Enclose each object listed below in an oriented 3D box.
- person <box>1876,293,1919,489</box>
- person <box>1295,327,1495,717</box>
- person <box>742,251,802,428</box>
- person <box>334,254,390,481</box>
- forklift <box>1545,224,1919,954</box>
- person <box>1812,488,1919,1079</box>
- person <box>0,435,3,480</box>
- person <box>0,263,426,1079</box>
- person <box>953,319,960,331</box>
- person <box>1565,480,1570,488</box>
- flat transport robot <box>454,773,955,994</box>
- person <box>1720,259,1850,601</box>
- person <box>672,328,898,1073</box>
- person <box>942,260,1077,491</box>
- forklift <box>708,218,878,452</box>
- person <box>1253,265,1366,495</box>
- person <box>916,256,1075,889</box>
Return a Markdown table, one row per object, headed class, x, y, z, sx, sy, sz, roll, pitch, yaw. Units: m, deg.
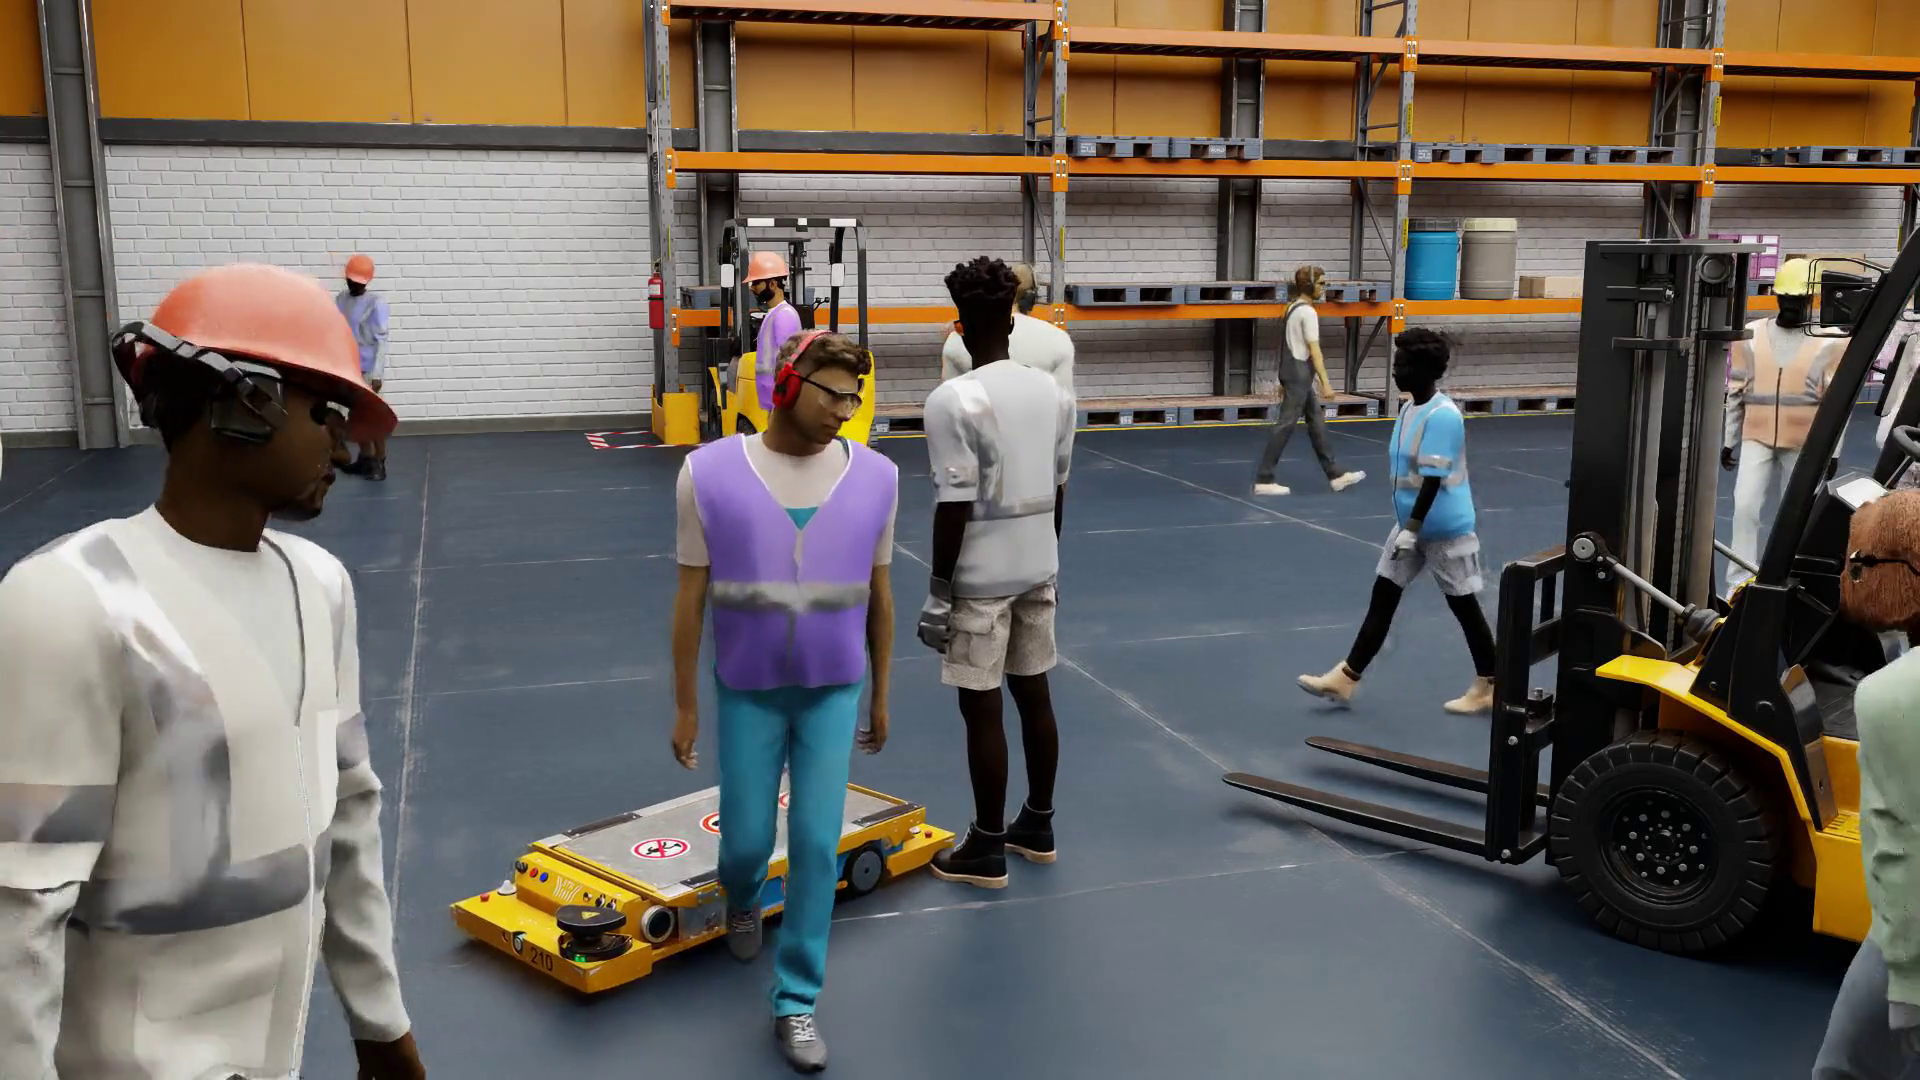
| class | x | y | z | sx | sy | sz | roll | pitch | yaw |
| --- | --- | --- | --- | --- | --- | --- | --- | --- | --- |
| person | 6.875 | -1.096 | 11.995 | 0.463 | 1.895 | 0.656 | 6 | 12 | 28 |
| person | 1.903 | -0.062 | 6.969 | 0.872 | 1.641 | 0.542 | -2 | 10 | -8 |
| person | -1.193 | -0.880 | 10.707 | 0.382 | 1.929 | 0.538 | -3 | 11 | -14 |
| person | -5.022 | -1.434 | 13.869 | 0.736 | 1.884 | 0.458 | 6 | 12 | 31 |
| forklift | 2.909 | 0.117 | 4.508 | 2.313 | 2.155 | 1.214 | 9 | 14 | 40 |
| person | 1.795 | 0.720 | 2.866 | 0.514 | 1.596 | 0.681 | -6 | 12 | -31 |
| person | -4.312 | -0.162 | 7.029 | 0.600 | 1.831 | 0.404 | 5 | 11 | 25 |
| person | -0.968 | 0.657 | 2.136 | 0.469 | 1.986 | 0.721 | 1 | 10 | 4 |
| person | 0.121 | -1.361 | 14.089 | 0.542 | 1.668 | 0.827 | 8 | 13 | 36 |
| person | 5.344 | -1.358 | 13.407 | 0.867 | 1.904 | 0.564 | -3 | 11 | -16 |
| flat transport robot | -0.735 | 0.975 | 5.084 | 0.652 | 0.197 | 1.431 | 9 | 14 | 42 |
| person | 4.345 | -0.528 | 8.846 | 0.619 | 1.897 | 0.791 | 8 | 13 | 36 |
| person | -0.447 | 0.365 | 4.204 | 0.593 | 1.804 | 0.642 | -3 | 11 | -16 |
| person | 0.231 | -0.377 | 7.998 | 0.667 | 1.904 | 0.435 | 1 | 10 | 7 |
| forklift | -1.522 | -1.778 | 14.899 | 1.214 | 2.155 | 2.313 | -3 | 11 | -17 |
| person | 2.752 | -1.233 | 12.998 | 0.945 | 1.793 | 0.524 | 0 | 10 | 2 |
| person | 0.105 | 0.106 | 5.203 | 0.369 | 1.963 | 0.609 | 9 | 14 | 42 |
